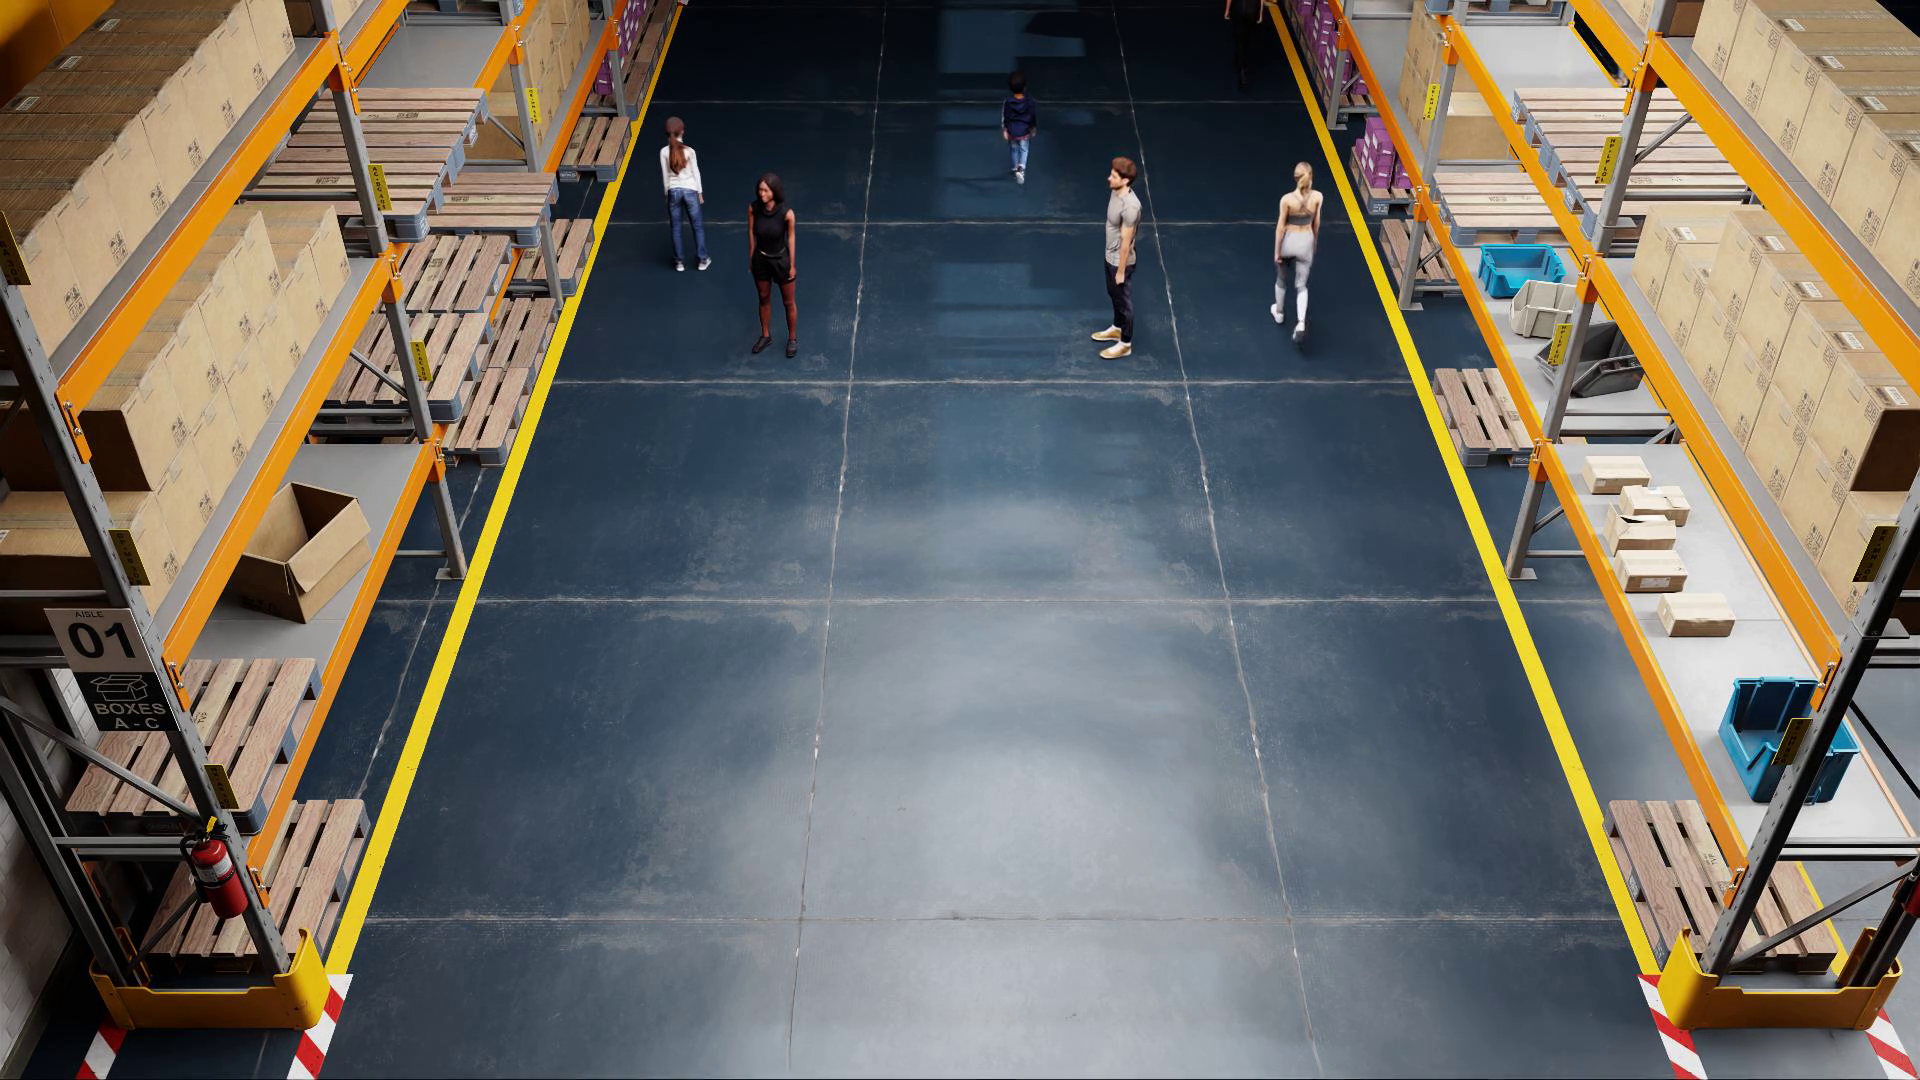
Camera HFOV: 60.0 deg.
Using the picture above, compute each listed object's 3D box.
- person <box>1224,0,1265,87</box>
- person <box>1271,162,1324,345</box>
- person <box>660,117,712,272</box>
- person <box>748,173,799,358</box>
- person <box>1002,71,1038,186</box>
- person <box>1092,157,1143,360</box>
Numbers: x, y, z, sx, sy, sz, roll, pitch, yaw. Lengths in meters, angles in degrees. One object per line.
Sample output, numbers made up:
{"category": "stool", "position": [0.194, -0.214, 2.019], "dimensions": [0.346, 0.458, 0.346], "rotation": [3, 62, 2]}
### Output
{"category": "person", "position": [3.349, -6.141, 19.483], "dimensions": [0.637, 1.654, 1.122], "rotation": [-2, 39, -3]}
{"category": "person", "position": [3.051, -2.578, 15.001], "dimensions": [0.572, 1.681, 1.030], "rotation": [0, 39, 0]}
{"category": "person", "position": [-2.683, -3.336, 16.050], "dimensions": [0.538, 1.557, 0.503], "rotation": [-2, 39, -2]}
{"category": "person", "position": [-1.656, -2.453, 14.797], "dimensions": [0.656, 1.740, 0.613], "rotation": [10, 40, 12]}
{"category": "person", "position": [0.623, -4.343, 17.584], "dimensions": [0.548, 1.216, 0.703], "rotation": [3, 39, 4]}
{"category": "person", "position": [1.429, -2.515, 14.754], "dimensions": [0.727, 1.891, 0.538], "rotation": [-6, 39, -8]}
